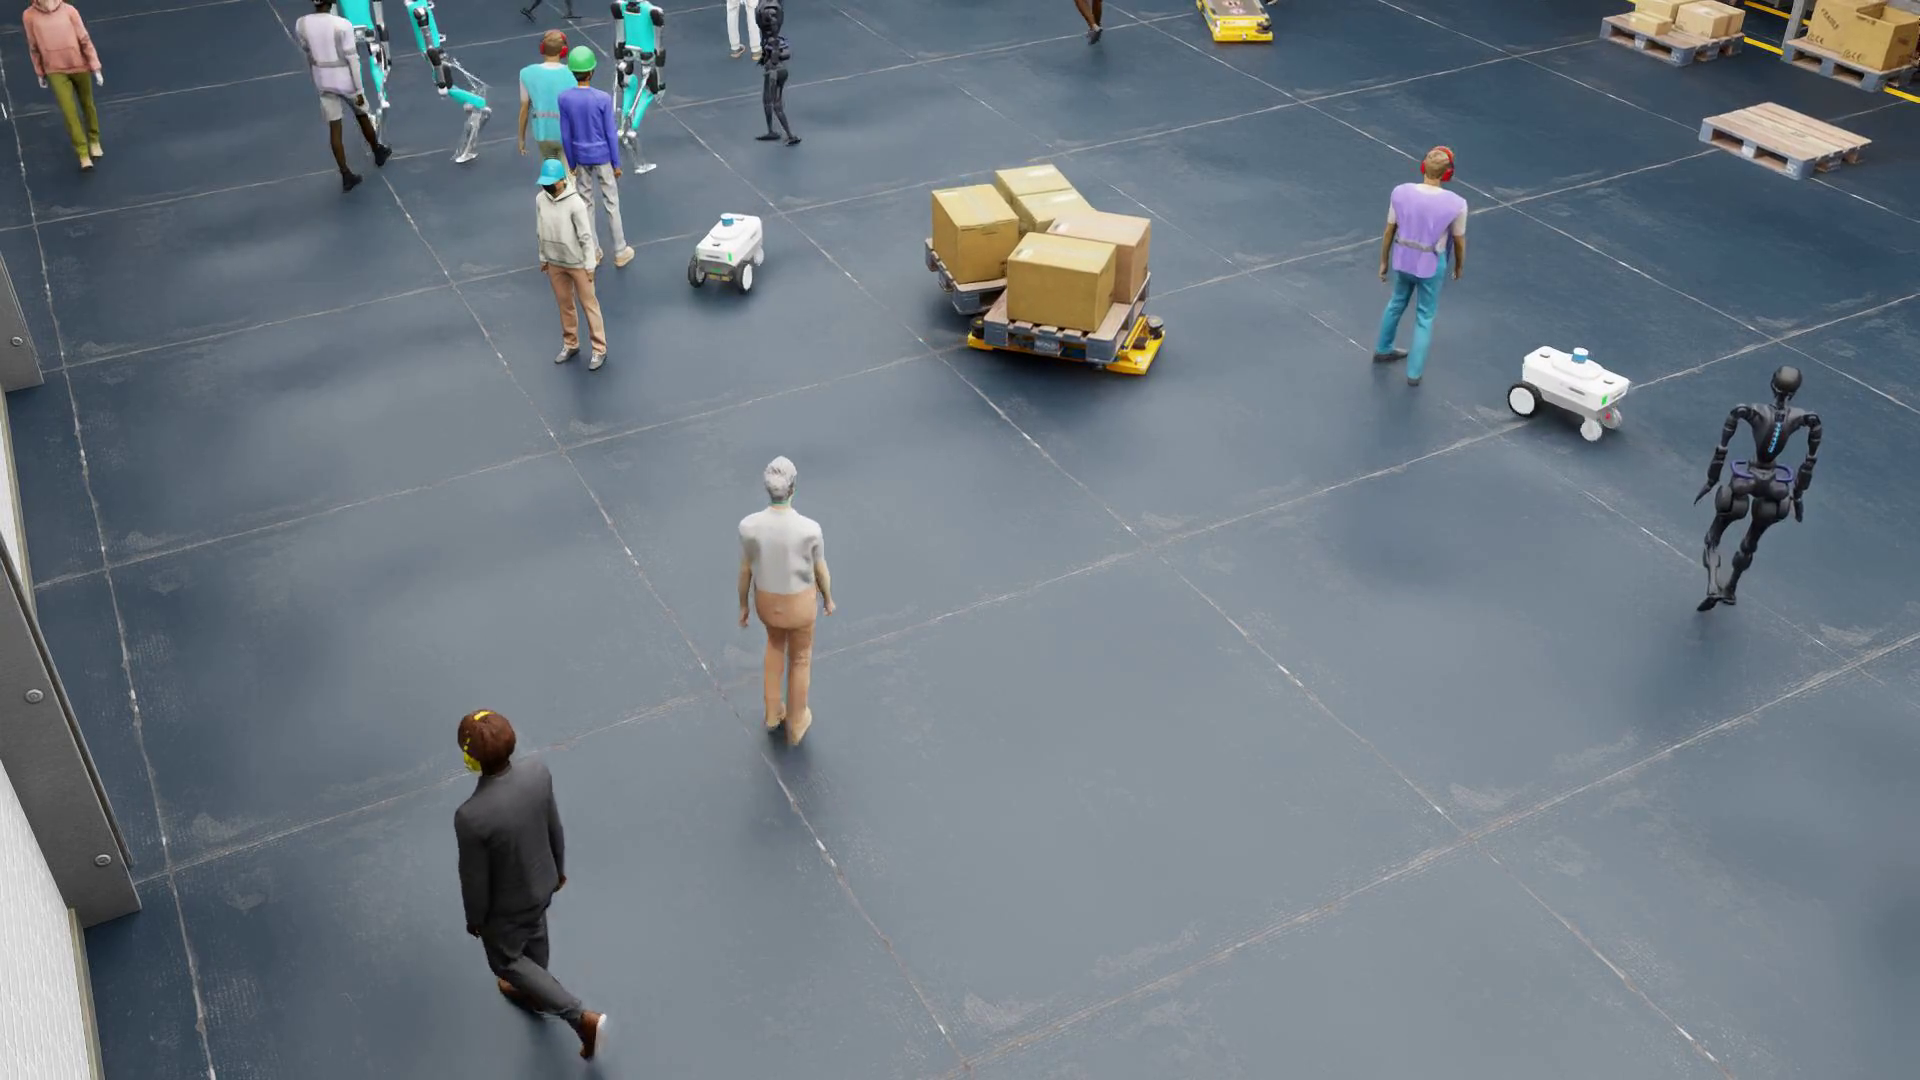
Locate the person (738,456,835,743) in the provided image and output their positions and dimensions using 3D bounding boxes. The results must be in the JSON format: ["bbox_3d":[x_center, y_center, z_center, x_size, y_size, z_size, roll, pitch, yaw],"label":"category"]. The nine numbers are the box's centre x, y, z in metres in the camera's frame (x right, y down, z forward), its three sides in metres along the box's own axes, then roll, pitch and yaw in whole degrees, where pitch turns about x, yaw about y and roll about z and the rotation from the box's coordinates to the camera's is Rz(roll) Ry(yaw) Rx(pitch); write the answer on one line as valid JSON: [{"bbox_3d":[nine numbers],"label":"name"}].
[{"bbox_3d":[-0.940,0.347,8.962,0.472,1.719,0.409,8,36,12],"label":"person"}]

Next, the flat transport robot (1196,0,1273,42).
[{"bbox_3d":[3.212,-6.168,19.523,0.659,0.231,1.431,-1,35,-2],"label":"flat transport robot"}]

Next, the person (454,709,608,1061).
[{"bbox_3d":[-1.872,1.507,7.186,0.715,1.851,0.506,16,38,22],"label":"person"}]

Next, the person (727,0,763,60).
[{"bbox_3d":[-2.395,-6.213,18.187,0.573,1.880,0.361,10,36,14],"label":"person"}]

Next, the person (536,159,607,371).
[{"bbox_3d":[-2.938,-2.059,12.436,0.475,1.669,0.388,13,37,18],"label":"person"}]

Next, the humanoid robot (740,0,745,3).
[{"bbox_3d":[-2.506,-7.320,19.892,0.541,1.786,0.786,-15,38,-20],"label":"humanoid robot"}]

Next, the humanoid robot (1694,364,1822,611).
[{"bbox_3d":[4.735,-0.268,9.873,0.609,1.640,0.489,9,36,12],"label":"humanoid robot"}]

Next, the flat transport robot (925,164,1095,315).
[{"bbox_3d":[0.421,-2.051,13.644,0.659,0.231,1.431,-10,36,-14],"label":"flat transport robot"}]

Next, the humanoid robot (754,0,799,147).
[{"bbox_3d":[-1.834,-4.657,16.137,0.350,1.654,0.602,-9,36,-12],"label":"humanoid robot"}]

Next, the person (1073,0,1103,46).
[{"bbox_3d":[1.476,-6.430,18.471,0.656,1.908,0.547,-15,38,-20],"label":"person"}]

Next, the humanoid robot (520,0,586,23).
[{"bbox_3d":[-4.823,-6.844,19.294,0.728,1.632,0.583,-7,36,-9],"label":"humanoid robot"}]

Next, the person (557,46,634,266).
[{"bbox_3d":[-3.054,-3.178,13.859,0.460,1.873,0.361,2,35,3],"label":"person"}]

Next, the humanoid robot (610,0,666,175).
[{"bbox_3d":[-3.049,-4.210,15.477,0.535,1.828,0.641,14,37,19],"label":"humanoid robot"}]

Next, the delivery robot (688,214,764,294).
[{"bbox_3d":[-1.934,-2.430,13.944,0.499,0.603,0.803,9,36,13],"label":"delivery robot"}]

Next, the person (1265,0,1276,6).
[{"bbox_3d":[3.575,-7.349,19.775,0.784,1.928,0.664,16,38,22],"label":"person"}]

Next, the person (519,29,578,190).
[{"bbox_3d":[-3.484,-3.467,14.338,0.644,1.795,0.813,-1,35,-2],"label":"person"}]

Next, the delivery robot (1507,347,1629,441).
[{"bbox_3d":[4.415,-1.108,12.058,0.499,0.606,0.794,-27,43,-33],"label":"delivery robot"}]

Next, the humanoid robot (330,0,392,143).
[{"bbox_3d":[-5.709,-4.558,15.942,0.546,1.716,0.998,-9,36,-13],"label":"humanoid robot"}]

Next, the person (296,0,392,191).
[{"bbox_3d":[-5.734,-4.282,15.411,0.543,1.888,0.965,1,35,1],"label":"person"}]

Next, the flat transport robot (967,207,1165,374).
[{"bbox_3d":[0.837,-1.624,13.035,1.431,0.231,0.659,11,37,16],"label":"flat transport robot"}]

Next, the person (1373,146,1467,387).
[{"bbox_3d":[3.394,-2.013,12.234,0.567,1.825,0.506,27,43,33],"label":"person"}]

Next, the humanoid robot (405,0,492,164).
[{"bbox_3d":[-4.741,-4.408,15.721,0.710,1.787,0.540,-12,37,-17],"label":"humanoid robot"}]

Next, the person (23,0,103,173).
[{"bbox_3d":[-8.371,-4.383,15.643,0.560,1.790,0.935,-17,38,-23],"label":"person"}]
